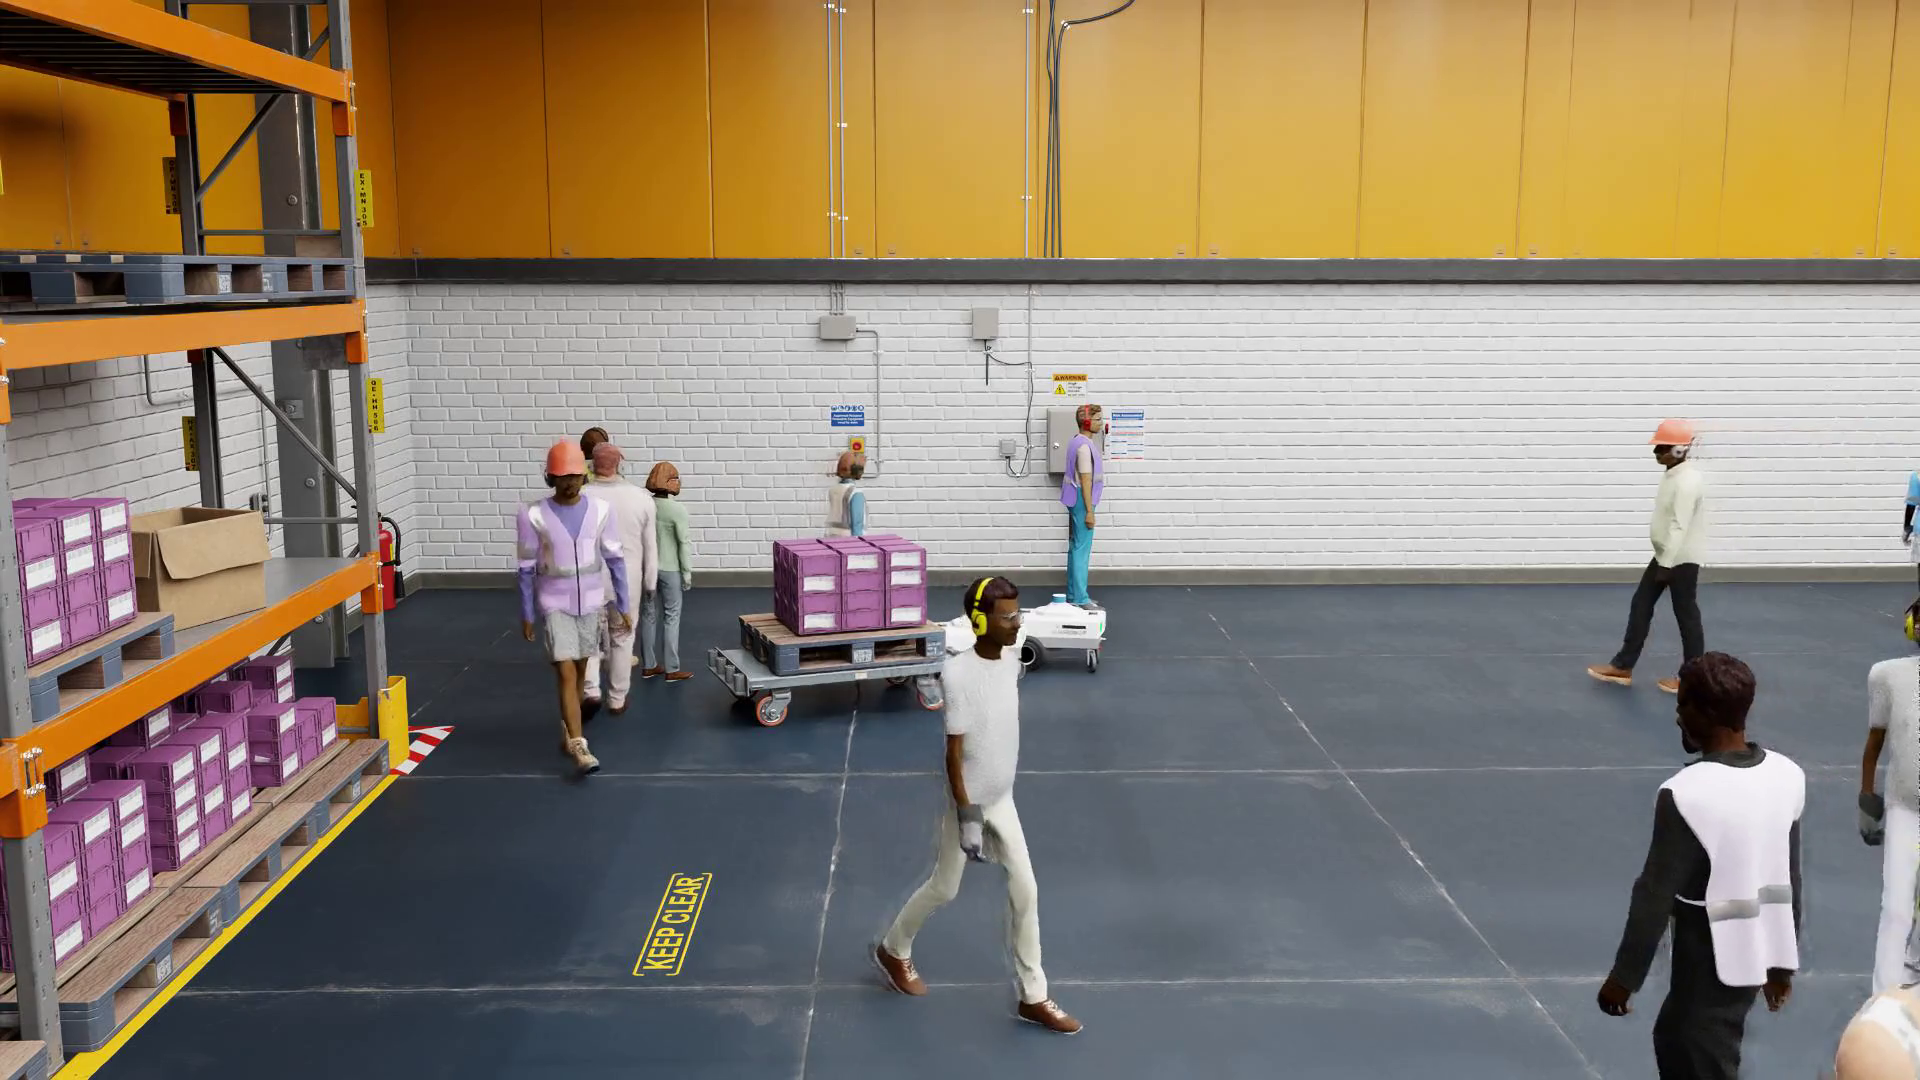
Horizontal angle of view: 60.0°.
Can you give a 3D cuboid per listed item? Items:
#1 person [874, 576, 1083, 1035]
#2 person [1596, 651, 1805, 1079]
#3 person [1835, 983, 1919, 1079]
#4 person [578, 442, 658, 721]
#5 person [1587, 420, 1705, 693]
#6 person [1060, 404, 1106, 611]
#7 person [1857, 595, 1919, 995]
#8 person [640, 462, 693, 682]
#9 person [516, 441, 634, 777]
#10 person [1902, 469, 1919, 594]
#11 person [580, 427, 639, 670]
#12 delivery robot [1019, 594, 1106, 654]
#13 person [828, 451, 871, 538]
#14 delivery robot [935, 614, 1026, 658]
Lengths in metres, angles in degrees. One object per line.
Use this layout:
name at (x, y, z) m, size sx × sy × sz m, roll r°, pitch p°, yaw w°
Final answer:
person at (0.040, 1.034, 6.735) m, size 0.949 × 1.837 × 0.504 m, roll 8°, pitch 12°, yaw 40°
person at (2.222, 1.268, 5.087) m, size 0.597 × 1.895 × 0.672 m, roll -7°, pitch 11°, yaw -36°
person at (2.066, 1.544, 3.471) m, size 0.596 × 1.873 × 0.996 m, roll -4°, pitch 10°, yaw -22°
person at (-2.360, 0.285, 11.148) m, size 0.672 × 1.890 × 0.511 m, roll -3°, pitch 10°, yaw -15°
person at (4.947, 0.126, 11.878) m, size 0.890 × 1.959 × 0.654 m, roll 1°, pitch 9°, yaw 9°
person at (1.088, -0.288, 14.778) m, size 0.388 × 1.847 × 0.563 m, roll -1°, pitch 9°, yaw -4°
person at (3.758, 1.088, 6.444) m, size 0.499 × 1.820 × 0.947 m, roll 4°, pitch 10°, yaw 26°
person at (-2.187, 0.232, 12.279) m, size 0.494 × 1.624 × 0.279 m, roll 5°, pitch 10°, yaw 28°
person at (-2.286, 0.414, 9.997) m, size 0.632 × 1.997 × 1.002 m, roll -5°, pitch 11°, yaw -30°
person at (8.243, -0.066, 13.982) m, size 0.527 × 1.668 × 0.817 m, roll 4°, pitch 10°, yaw 23°
person at (-2.733, 0.064, 12.635) m, size 0.633 × 1.845 × 0.429 m, roll 5°, pitch 11°, yaw 30°
delivery robot at (0.758, 0.655, 12.668) m, size 0.707 × 0.478 × 0.477 m, roll 1°, pitch 9°, yaw 7°
person at (-0.954, 0.082, 13.262) m, size 0.815 × 1.602 × 0.521 m, roll -5°, pitch 11°, yaw -30°
delivery robot at (0.121, 0.719, 12.270) m, size 0.707 × 0.478 × 0.477 m, roll -2°, pitch 9°, yaw -14°
